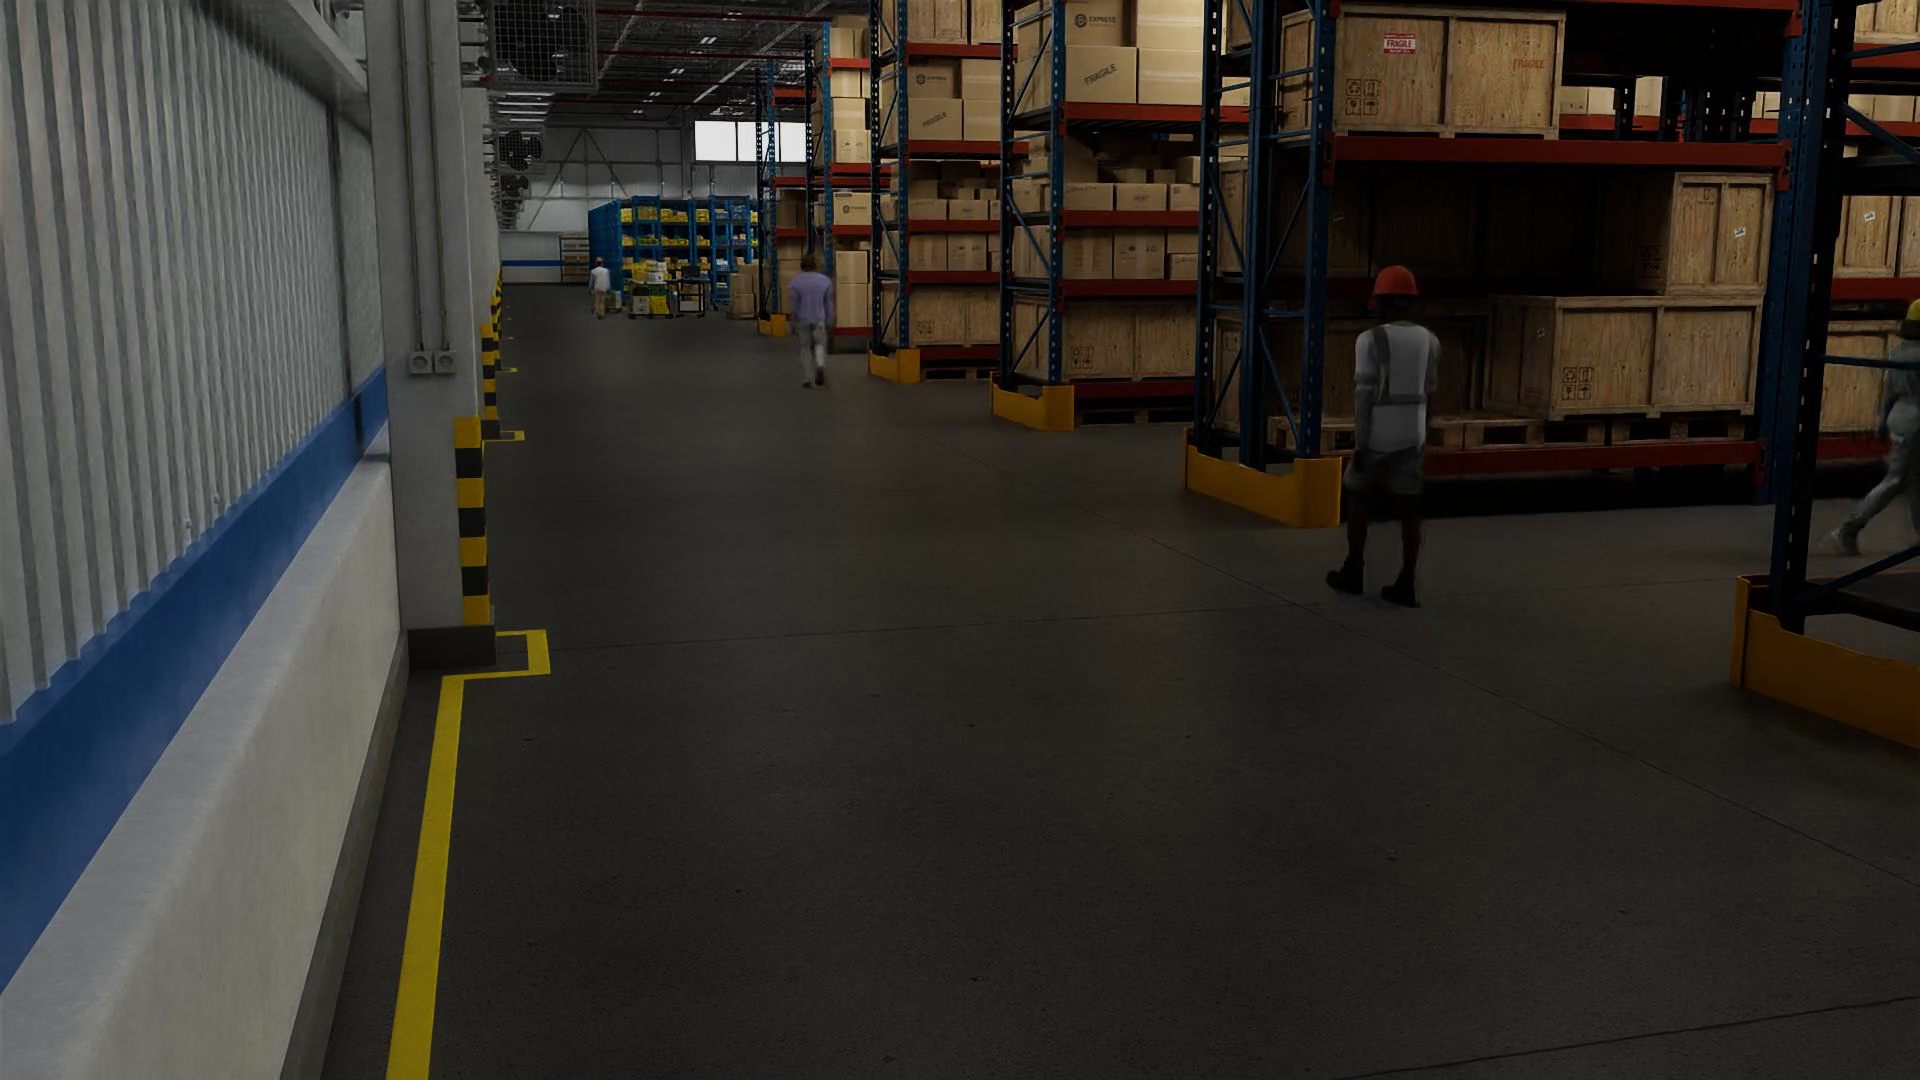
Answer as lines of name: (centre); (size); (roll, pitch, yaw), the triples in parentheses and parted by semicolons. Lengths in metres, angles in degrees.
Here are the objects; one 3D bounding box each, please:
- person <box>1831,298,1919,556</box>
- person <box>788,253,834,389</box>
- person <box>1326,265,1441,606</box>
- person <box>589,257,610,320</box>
person: (6.148, -0.733, 10.840); (0.847, 1.709, 0.490); (0, 10, 0)
person: (-2.140, -3.125, 23.777); (0.658, 1.921, 0.439); (-3, 10, -16)
person: (2.416, -0.605, 9.543); (0.565, 1.906, 0.794); (-3, 11, -17)
person: (-9.929, -6.919, 45.836); (0.600, 1.716, 0.397); (-7, 12, -34)
